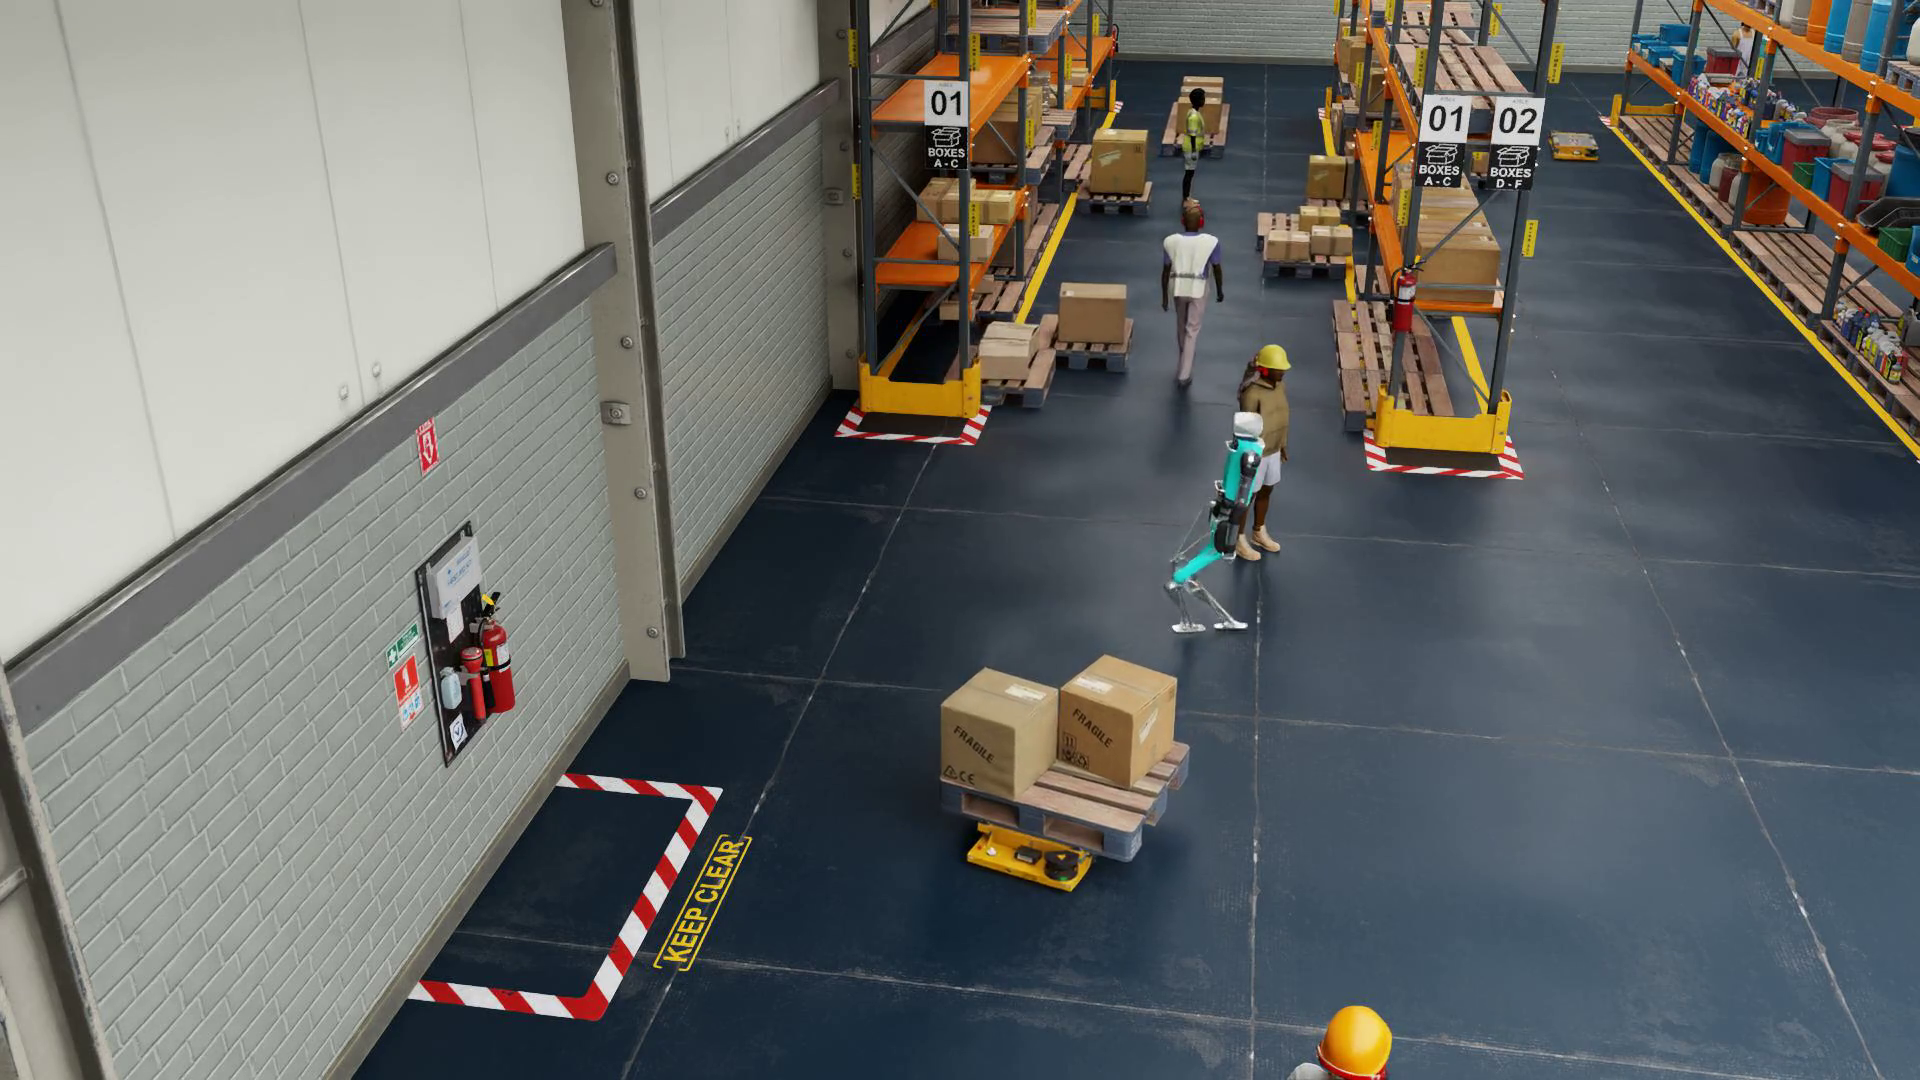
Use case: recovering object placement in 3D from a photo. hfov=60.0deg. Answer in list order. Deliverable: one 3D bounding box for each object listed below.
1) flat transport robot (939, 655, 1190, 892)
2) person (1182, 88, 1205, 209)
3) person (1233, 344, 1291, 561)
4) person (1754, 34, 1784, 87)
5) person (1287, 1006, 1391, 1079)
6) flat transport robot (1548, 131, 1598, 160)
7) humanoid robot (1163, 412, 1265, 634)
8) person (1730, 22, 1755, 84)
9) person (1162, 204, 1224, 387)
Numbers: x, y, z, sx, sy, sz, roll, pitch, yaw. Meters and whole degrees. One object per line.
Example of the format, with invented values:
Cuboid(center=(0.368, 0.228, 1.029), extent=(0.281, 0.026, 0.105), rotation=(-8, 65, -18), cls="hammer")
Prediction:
Cuboid(center=(0.646, 1.578, 9.981), extent=(0.659, 0.231, 1.431), rotation=(12, 28, 24), cls="flat transport robot")
Cuboid(center=(3.294, -5.541, 23.538), extent=(0.320, 1.689, 0.533), rotation=(3, 25, 6), cls="person")
Cuboid(center=(2.366, -0.710, 13.122), extent=(0.542, 1.758, 0.410), rotation=(-20, 32, -36), cls="person")
Cuboid(center=(15.856, -9.767, 32.493), extent=(0.324, 1.766, 0.532), rotation=(-18, 31, -34), cls="person")
Cuboid(center=(1.375, 2.491, 6.104), extent=(0.344, 1.898, 0.581), rotation=(-17, 30, -32), cls="person")
Cuboid(center=(9.983, -6.413, 27.084), extent=(0.659, 0.231, 1.431), rotation=(6, 26, 13), cls="flat transport robot")
Cuboid(center=(1.710, -0.055, 11.744), extent=(0.789, 1.772, 0.558), rotation=(0, 25, 1), cls="humanoid robot")
Cuboid(center=(13.807, -8.378, 29.406), extent=(0.530, 1.861, 0.379), rotation=(-5, 26, -11), cls="person")
Cuboid(center=(2.356, -2.519, 16.948), extent=(0.586, 1.790, 0.993), rotation=(10, 27, 20), cls="person")
